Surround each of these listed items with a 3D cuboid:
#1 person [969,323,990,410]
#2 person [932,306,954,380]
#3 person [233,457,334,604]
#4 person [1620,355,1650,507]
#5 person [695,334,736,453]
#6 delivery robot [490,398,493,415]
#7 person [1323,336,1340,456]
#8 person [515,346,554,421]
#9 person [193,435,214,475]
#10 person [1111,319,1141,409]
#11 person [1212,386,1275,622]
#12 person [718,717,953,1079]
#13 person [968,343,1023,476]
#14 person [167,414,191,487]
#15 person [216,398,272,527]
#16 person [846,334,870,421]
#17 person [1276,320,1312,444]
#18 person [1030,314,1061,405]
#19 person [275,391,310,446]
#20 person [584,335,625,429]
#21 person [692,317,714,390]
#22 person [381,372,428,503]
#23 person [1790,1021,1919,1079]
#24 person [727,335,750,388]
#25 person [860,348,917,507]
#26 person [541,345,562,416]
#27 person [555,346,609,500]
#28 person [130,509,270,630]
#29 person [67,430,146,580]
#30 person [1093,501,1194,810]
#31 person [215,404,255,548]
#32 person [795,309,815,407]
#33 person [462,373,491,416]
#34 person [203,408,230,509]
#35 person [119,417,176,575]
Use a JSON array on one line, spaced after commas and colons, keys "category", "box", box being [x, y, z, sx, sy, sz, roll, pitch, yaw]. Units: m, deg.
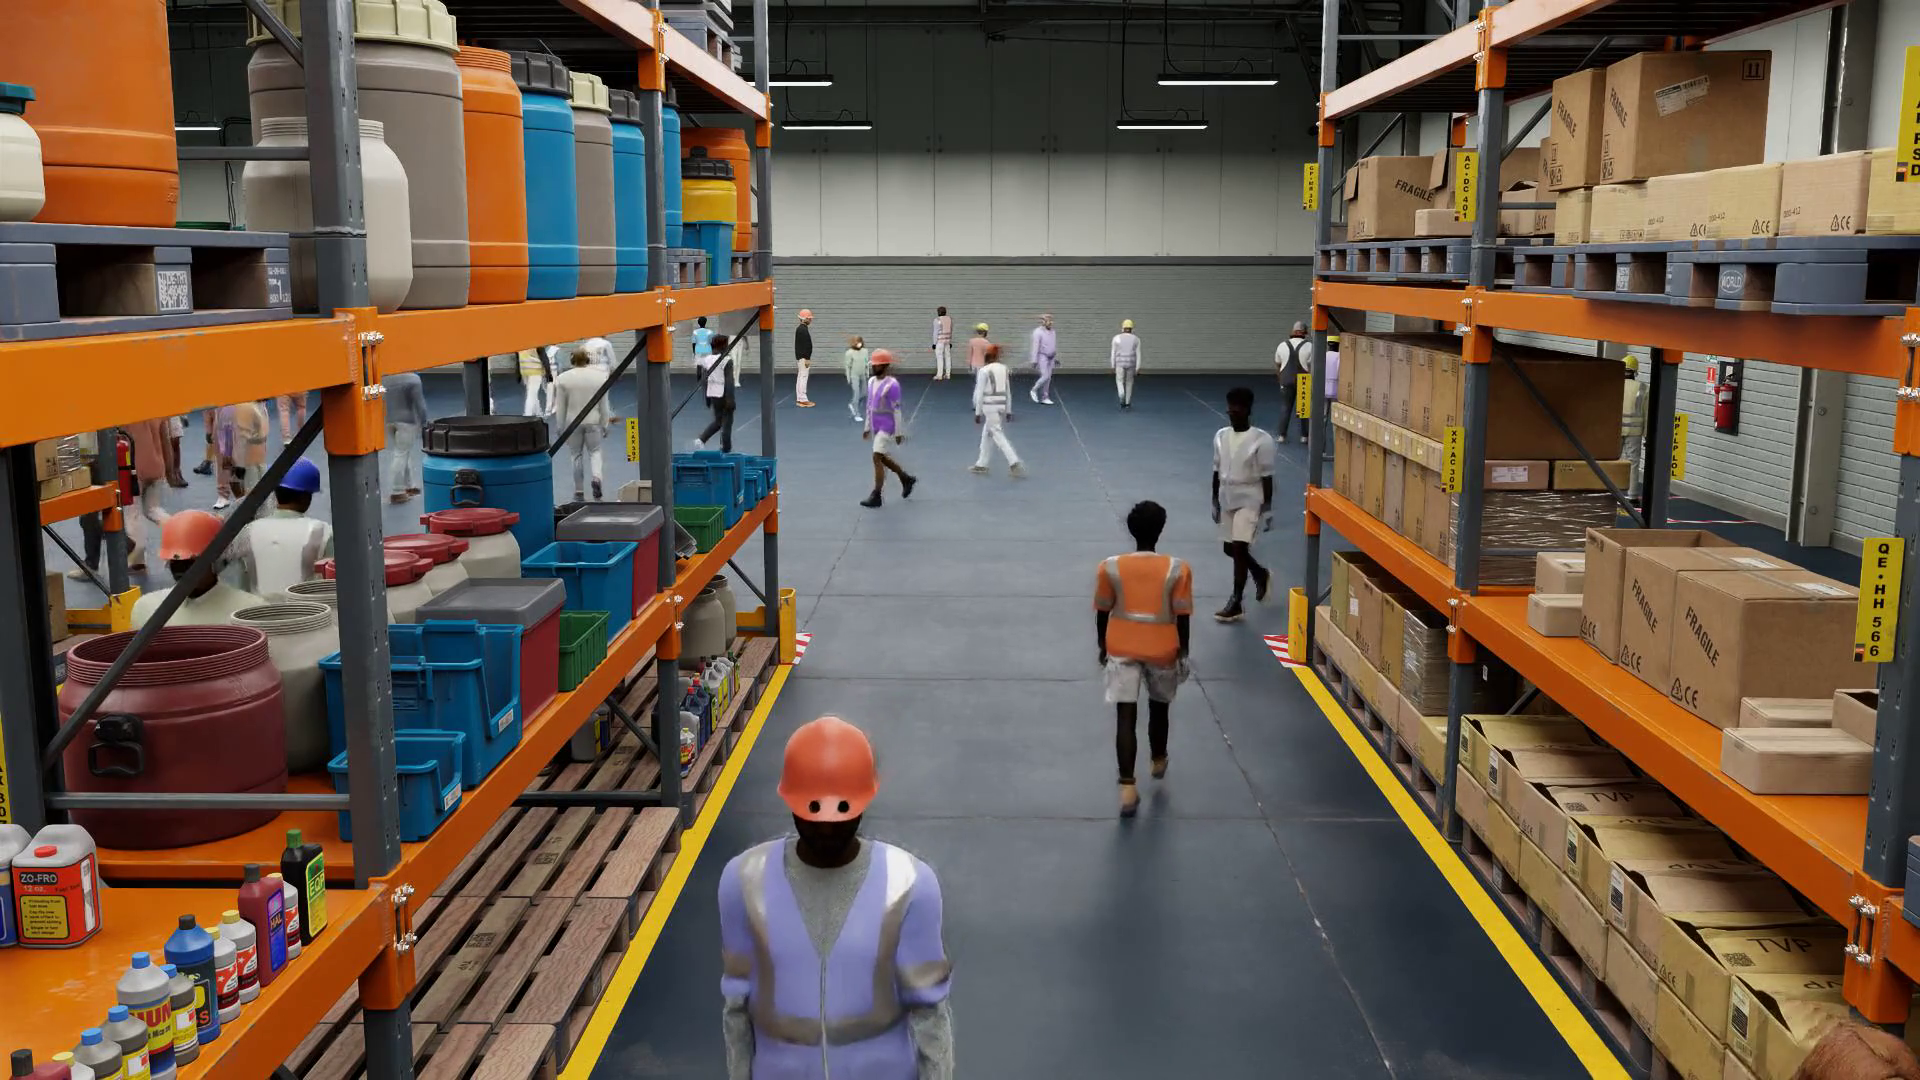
[{"category": "person", "box": [0.439, -3.463, 33.267, 0.593, 1.730, 0.565, -9, 13, -43]}, {"category": "person", "box": [-0.456, -4.998, 42.181, 0.634, 1.840, 0.429, -8, 13, -41]}, {"category": "person", "box": [-3.565, 0.502, 8.999, 0.640, 1.912, 0.779, 0, 9, 2]}, {"category": "person", "box": [8.072, -1.322, 20.186, 0.601, 1.831, 0.404, 5, 11, 26]}, {"category": "person", "box": [-3.617, -2.139, 24.882, 0.619, 1.902, 0.595, -9, 13, -44]}, {"category": "delivery robot", "box": [-8.879, -2.510, 30.971, 0.477, 0.478, 0.707, -2, 10, -14]}, {"category": "person", "box": [5.619, -2.200, 25.158, 0.588, 1.928, 0.384, 6, 11, 32]}, {"category": "person", "box": [-7.777, -3.039, 30.563, 0.660, 1.795, 0.916, 5, 11, 29]}, {"category": "person", "box": [-10.379, -1.872, 23.317, 0.552, 1.897, 0.859, 3, 10, 17]}, {"category": "person", "box": [3.355, -3.547, 33.566, 0.602, 1.817, 0.650, 0, 9, 2]}, {"category": "person", "box": [2.407, -0.329, 13.942, 0.813, 1.943, 0.613, -8, 12, -40]}, {"category": "person", "box": [-0.303, 1.351, 4.045, 0.562, 1.913, 0.842, 0, 9, 0]}, {"category": "person", "box": [0.515, -1.816, 23.147, 0.951, 1.847, 0.581, 7, 12, 38]}, {"category": "person", "box": [-10.538, -1.676, 22.036, 0.578, 1.931, 0.562, 8, 12, 39]}, {"category": "person", "box": [-7.341, -0.838, 17.096, 0.691, 1.896, 0.626, -1, 10, -4]}, {"category": "person", "box": [-1.936, -3.041, 31.124, 0.514, 1.615, 0.459, -8, 12, -40]}, {"category": "person", "box": [5.514, -2.580, 27.228, 0.697, 2.000, 0.579, 5, 11, 28]}, {"category": "person", "box": [1.796, -3.773, 34.726, 0.451, 1.888, 0.641, 7, 12, 37]}, {"category": "person", "box": [-10.906, -2.494, 27.122, 0.659, 1.854, 0.982, -2, 10, -10]}, {"category": "person", "box": [-6.316, -2.933, 29.634, 0.618, 1.892, 0.986, 8, 12, 40]}, {"category": "person", "box": [-5.973, -4.348, 38.714, 0.531, 1.698, 0.320, -1, 10, -7]}, {"category": "person", "box": [-6.858, -1.447, 20.686, 0.660, 1.904, 0.868, 4, 10, 22]}, {"category": "person", "box": [1.564, 1.638, 3.057, 0.514, 1.621, 0.434, 0, 9, -2]}, {"category": "person", "box": [-5.216, -4.505, 39.237, 0.549, 1.834, 0.828, -5, 11, -27]}, {"category": "person", "box": [-0.873, -1.395, 20.372, 0.830, 1.917, 0.538, -7, 12, -36]}, {"category": "person", "box": [-7.965, -3.219, 32.238, 0.530, 1.607, 0.819, 2, 10, 12]}, {"category": "person", "box": [-4.670, -1.435, 20.592, 0.653, 1.924, 0.655, -3, 10, -19]}, {"category": "person", "box": [-3.120, 0.819, 6.978, 0.620, 1.966, 0.904, 1, 10, 4]}, {"category": "person", "box": [-8.050, -0.540, 15.590, 0.634, 1.811, 0.568, -2, 10, -9]}, {"category": "person", "box": [1.009, 0.604, 9.181, 0.551, 1.644, 0.860, 2, 10, 11]}, {"category": "person", "box": [-7.599, -0.952, 17.348, 0.392, 2.040, 0.611, -2, 10, -9]}, {"category": "person", "box": [-3.198, -3.753, 34.272, 0.391, 1.989, 0.623, -3, 10, -17]}, {"category": "person", "box": [-8.647, -2.753, 29.450, 0.866, 1.586, 0.535, 2, 10, 11]}, {"category": "person", "box": [-8.777, -1.336, 20.050, 0.643, 1.909, 0.410, -2, 10, -11]}, {"category": "person", "box": [-7.738, -0.657, 15.786, 0.602, 1.970, 0.647, 4, 10, 23]}]
